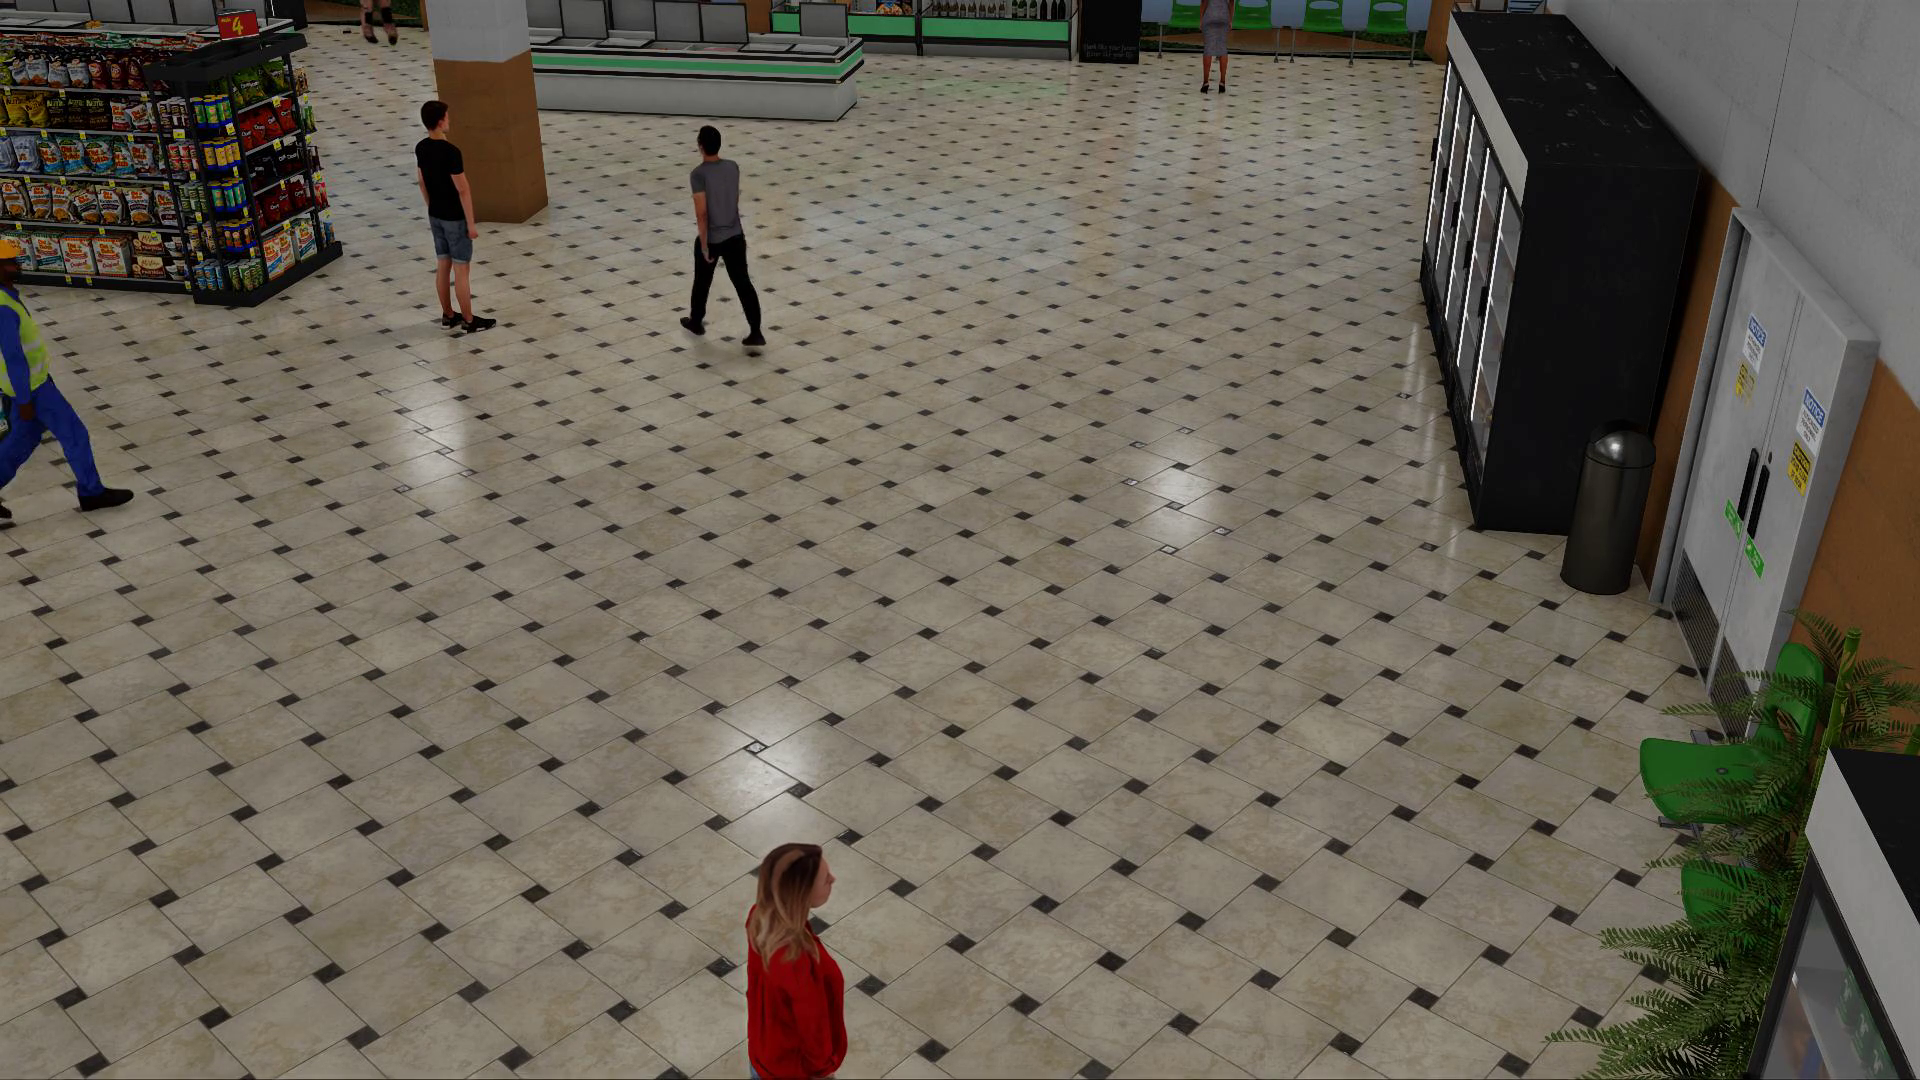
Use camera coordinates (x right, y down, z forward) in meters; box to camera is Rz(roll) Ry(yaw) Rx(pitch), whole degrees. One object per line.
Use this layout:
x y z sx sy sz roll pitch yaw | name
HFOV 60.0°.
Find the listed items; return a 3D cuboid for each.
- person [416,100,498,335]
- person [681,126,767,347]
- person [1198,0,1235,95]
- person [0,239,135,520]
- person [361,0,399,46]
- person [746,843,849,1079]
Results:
-4.089 -2.579 13.282 0.658 1.846 0.798 17 32 30 | person
-1.799 -2.304 12.887 1.106 1.713 1.204 -20 33 -34 | person
3.299 -6.638 21.434 0.510 1.712 0.661 1 27 1 | person
-5.760 -0.939 10.117 1.216 1.782 1.137 -17 31 -30 | person
-8.634 -8.177 24.380 1.199 1.791 1.241 -20 33 -34 | person
-0.514 1.664 5.134 0.722 1.648 0.689 -14 30 -26 | person
